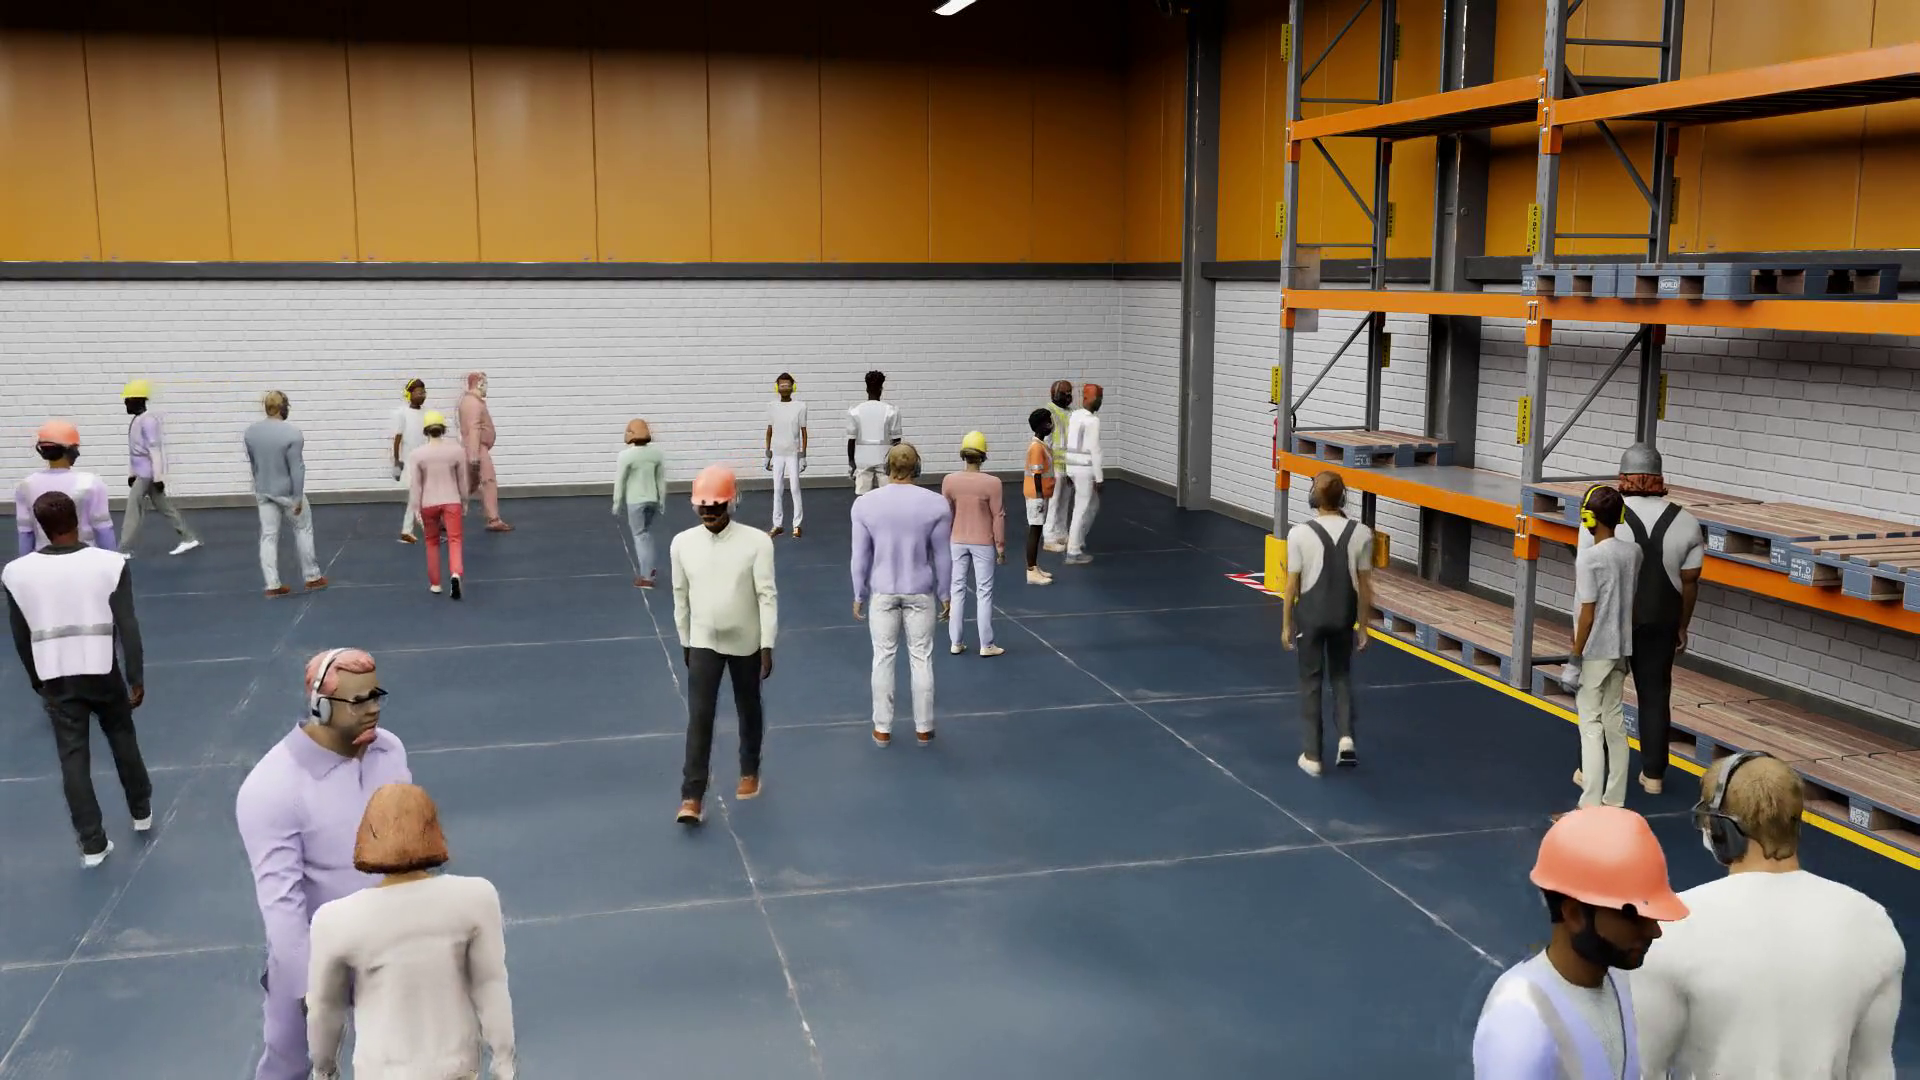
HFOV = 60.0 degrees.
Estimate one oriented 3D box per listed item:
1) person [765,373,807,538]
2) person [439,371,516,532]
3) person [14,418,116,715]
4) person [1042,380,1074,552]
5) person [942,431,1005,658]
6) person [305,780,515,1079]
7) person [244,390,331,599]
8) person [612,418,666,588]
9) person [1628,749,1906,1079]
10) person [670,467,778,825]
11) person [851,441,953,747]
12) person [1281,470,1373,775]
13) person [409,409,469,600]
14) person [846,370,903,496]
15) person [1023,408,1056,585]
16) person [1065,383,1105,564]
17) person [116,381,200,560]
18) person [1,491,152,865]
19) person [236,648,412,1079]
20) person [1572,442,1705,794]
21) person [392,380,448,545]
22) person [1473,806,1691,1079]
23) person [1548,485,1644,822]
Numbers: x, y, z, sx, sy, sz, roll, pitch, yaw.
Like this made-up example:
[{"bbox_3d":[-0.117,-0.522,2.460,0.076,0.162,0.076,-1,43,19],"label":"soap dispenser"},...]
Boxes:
[{"bbox_3d":[-1.971,-0.953,18.804,0.513,1.871,0.328,2,9,14],"label":"person"},{"bbox_3d":[-5.651,-1.007,19.161,0.855,1.875,0.659,-4,10,-24],"label":"person"},{"bbox_3d":[-6.039,0.190,11.213,0.616,2.024,0.854,1,9,4],"label":"person"},{"bbox_3d":[1.090,-0.806,17.976,0.429,1.844,0.624,6,11,32],"label":"person"},{"bbox_3d":[0.113,0.034,12.969,0.534,1.766,0.319,4,10,24],"label":"person"},{"bbox_3d":[-1.543,1.447,4.633,0.503,1.595,0.774,-6,11,-32],"label":"person"},{"bbox_3d":[-6.244,-0.437,15.457,0.643,1.915,0.783,2,9,12],"label":"person"},{"bbox_3d":[-3.073,-0.348,15.822,0.493,1.617,0.502,8,12,40],"label":"person"},{"bbox_3d":[1.803,1.422,3.831,0.643,1.915,0.461,-1,9,-7],"label":"person"},{"bbox_3d":[-1.296,0.565,9.138,0.617,1.936,1.009,1,9,4],"label":"person"},{"bbox_3d":[-0.367,0.350,10.501,0.644,1.934,0.381,0,9,1],"label":"person"},{"bbox_3d":[2.171,0.495,9.889,0.511,1.831,0.419,-1,9,-4],"label":"person"},{"bbox_3d":[-4.768,-0.324,15.265,0.519,1.743,0.766,-3,10,-18],"label":"person"},{"bbox_3d":[-0.899,-0.819,17.663,0.601,1.967,0.369,1,9,6],"label":"person"},{"bbox_3d":[0.768,-0.425,16.046,0.316,1.695,0.542,1,9,4],"label":"person"},{"bbox_3d":[1.294,-0.676,17.065,0.501,1.864,0.627,-3,10,-20],"label":"person"},{"bbox_3d":[-8.524,-0.736,17.437,0.992,1.883,0.601,-6,11,-33],"label":"person"},{"bbox_3d":[-4.542,0.679,8.593,0.608,1.876,0.857,-4,10,-22],"label":"person"},{"bbox_3d":[-1.860,1.248,5.123,1.011,1.852,0.649,5,10,28],"label":"person"},{"bbox_3d":[3.862,0.438,9.589,0.678,2.000,0.535,1,9,5],"label":"person"},{"bbox_3d":[-5.860,-0.836,18.198,0.928,1.824,0.533,6,11,32],"label":"person"},{"bbox_3d":[1.194,1.469,3.535,0.598,1.919,0.561,9,13,43],"label":"person"},{"bbox_3d":[3.426,0.632,8.934,0.518,1.865,0.329,-6,11,-33],"label":"person"}]
